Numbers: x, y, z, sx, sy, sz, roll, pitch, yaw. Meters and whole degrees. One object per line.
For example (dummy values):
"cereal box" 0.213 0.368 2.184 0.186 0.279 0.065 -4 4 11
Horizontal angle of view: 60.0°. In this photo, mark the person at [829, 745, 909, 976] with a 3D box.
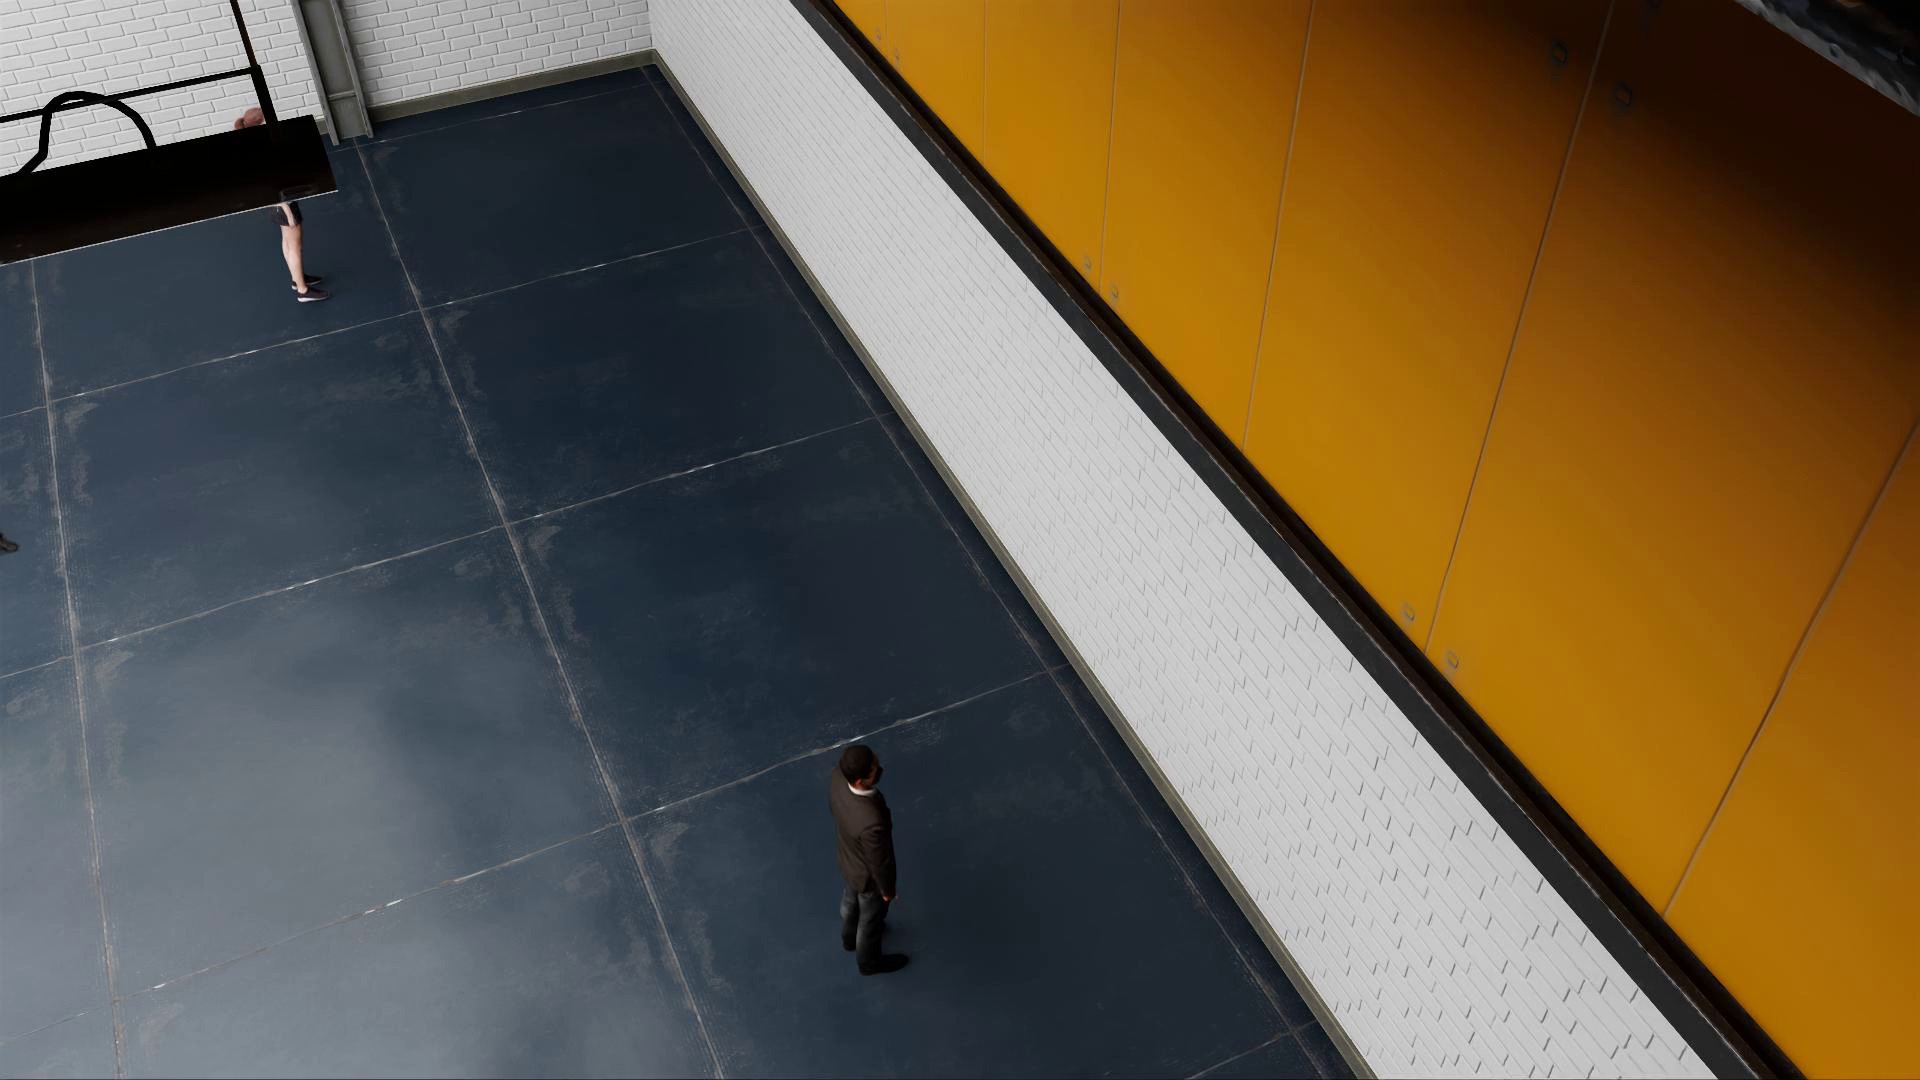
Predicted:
"person" -0.529 1.747 9.117 0.549 1.802 0.701 -22 48 -21

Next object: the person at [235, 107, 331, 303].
"person" -5.685 -2.819 13.948 0.523 1.750 0.576 -20 47 -20
